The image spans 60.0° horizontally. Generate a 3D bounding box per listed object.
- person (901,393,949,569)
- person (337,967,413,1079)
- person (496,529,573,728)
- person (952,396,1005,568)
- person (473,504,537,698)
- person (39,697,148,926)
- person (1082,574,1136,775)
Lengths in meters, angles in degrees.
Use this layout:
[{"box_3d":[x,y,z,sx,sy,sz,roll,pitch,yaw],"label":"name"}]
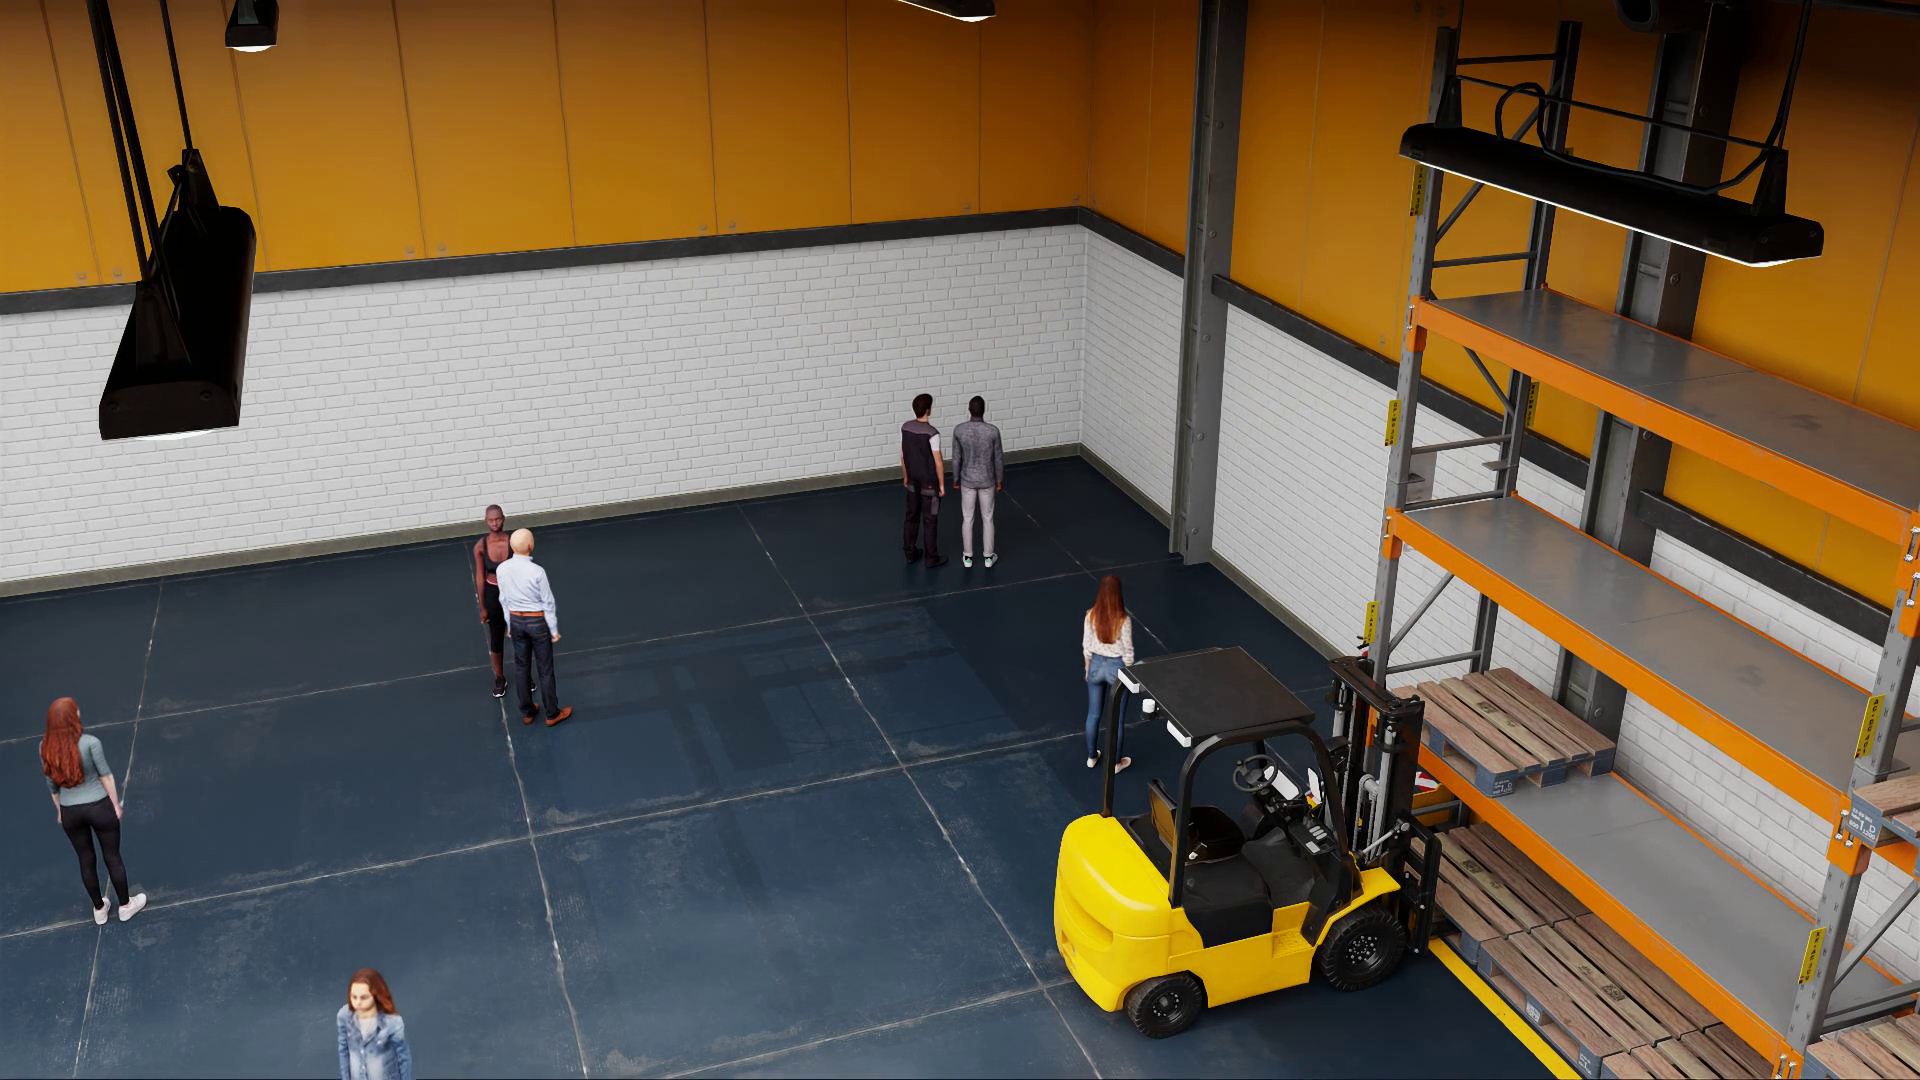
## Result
[{"box_3d":[-0.385,-0.617,17.091,0.717,1.848,0.814,15,28,31],"label":"person"},{"box_3d":[-3.229,2.983,9.327,0.735,1.470,0.812,4,24,8],"label":"person"},{"box_3d":[-3.625,0.738,14.061,0.736,1.792,0.754,5,24,11],"label":"person"},{"box_3d":[0.181,-0.604,17.072,0.760,1.838,0.718,2,24,5],"label":"person"},{"box_3d":[-4.006,0.510,14.624,0.585,1.758,0.515,-9,25,-19],"label":"person"},{"box_3d":[-6.041,1.879,11.514,0.625,1.742,0.616,-2,24,-6],"label":"person"},{"box_3d":[1.195,1.066,13.390,0.642,1.728,0.707,11,26,24],"label":"person"}]
